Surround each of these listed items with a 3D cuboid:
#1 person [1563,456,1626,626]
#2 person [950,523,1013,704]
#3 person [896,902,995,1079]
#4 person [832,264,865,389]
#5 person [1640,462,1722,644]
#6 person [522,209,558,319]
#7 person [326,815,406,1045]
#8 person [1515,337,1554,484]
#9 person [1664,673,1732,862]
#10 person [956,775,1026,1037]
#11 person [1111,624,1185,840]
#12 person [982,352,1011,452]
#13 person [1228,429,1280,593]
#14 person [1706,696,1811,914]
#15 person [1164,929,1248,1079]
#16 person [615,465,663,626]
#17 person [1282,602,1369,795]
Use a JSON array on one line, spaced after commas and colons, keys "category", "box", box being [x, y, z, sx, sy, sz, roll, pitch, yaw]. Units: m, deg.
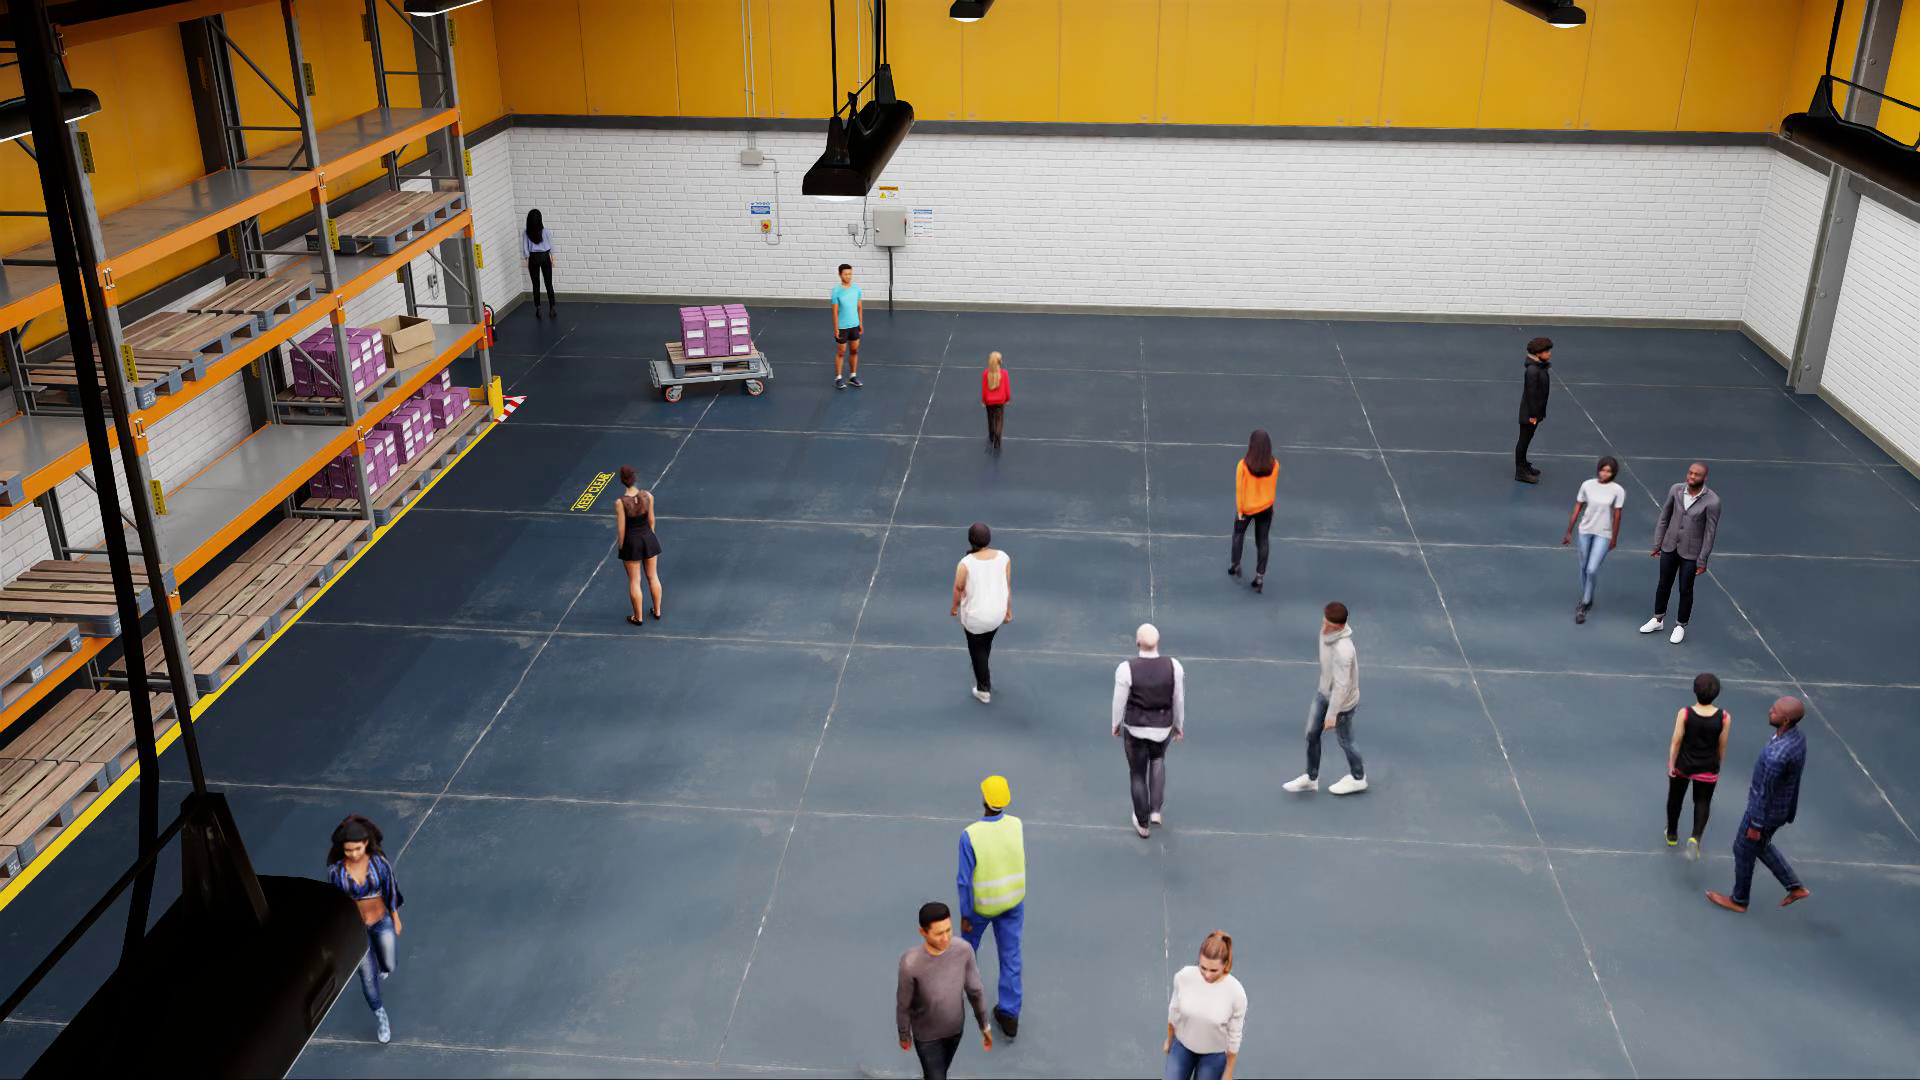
[{"category": "person", "box": [6.394, -0.057, 16.681, 0.876, 1.701, 0.975, 20, 31, 39]}, {"category": "person", "box": [0.220, 0.680, 15.041, 0.929, 1.664, 1.051, -12, 26, -26]}, {"category": "person", "box": [-0.166, 2.863, 9.950, 1.096, 1.740, 0.974, 0, 24, 0]}, {"category": "person", "box": [-1.588, -3.012, 23.350, 0.683, 1.773, 0.706, -13, 27, -28]}, {"category": "person", "box": [7.036, 0.097, 16.179, 0.847, 1.821, 0.794, -19, 30, -37]}, {"category": "person", "box": [-6.739, -4.435, 26.643, 0.716, 1.743, 0.662, -5, 24, -12]}, {"category": "person", "box": [-3.888, 2.510, 10.930, 0.844, 1.604, 0.993, -9, 25, -19]}, {"category": "person", "box": [6.911, -1.596, 20.101, 0.771, 1.781, 0.658, 11, 26, 24]}, {"category": "person", "box": [5.643, 1.752, 12.746, 0.686, 1.537, 0.902, 8, 25, 18]}, {"category": "person", "box": [0.259, 2.424, 10.923, 1.011, 1.766, 1.272, -9, 25, -19]}, {"category": "person", "box": [1.478, 1.528, 12.915, 0.779, 1.812, 0.724, -3, 24, -7]}, {"category": "person", "box": [0.449, -1.732, 21.068, 0.502, 1.256, 0.902, 2, 24, 6]}, {"category": "person", "box": [3.088, -0.279, 17.153, 0.738, 1.729, 0.870, -4, 24, -8]}, {"category": "person", "box": [5.910, 1.942, 11.983, 0.985, 1.801, 0.965, 18, 29, 35]}, {"category": "person", "box": [1.448, 2.959, 9.771, 0.738, 1.708, 0.762, 12, 26, 26]}, {"category": "person", "box": [-3.203, 0.035, 16.501, 0.680, 1.677, 0.734, -17, 29, -34]}, {"category": "person", "box": [3.129, 1.288, 13.481, 0.960, 1.800, 1.015, -4, 24, -9]}]
